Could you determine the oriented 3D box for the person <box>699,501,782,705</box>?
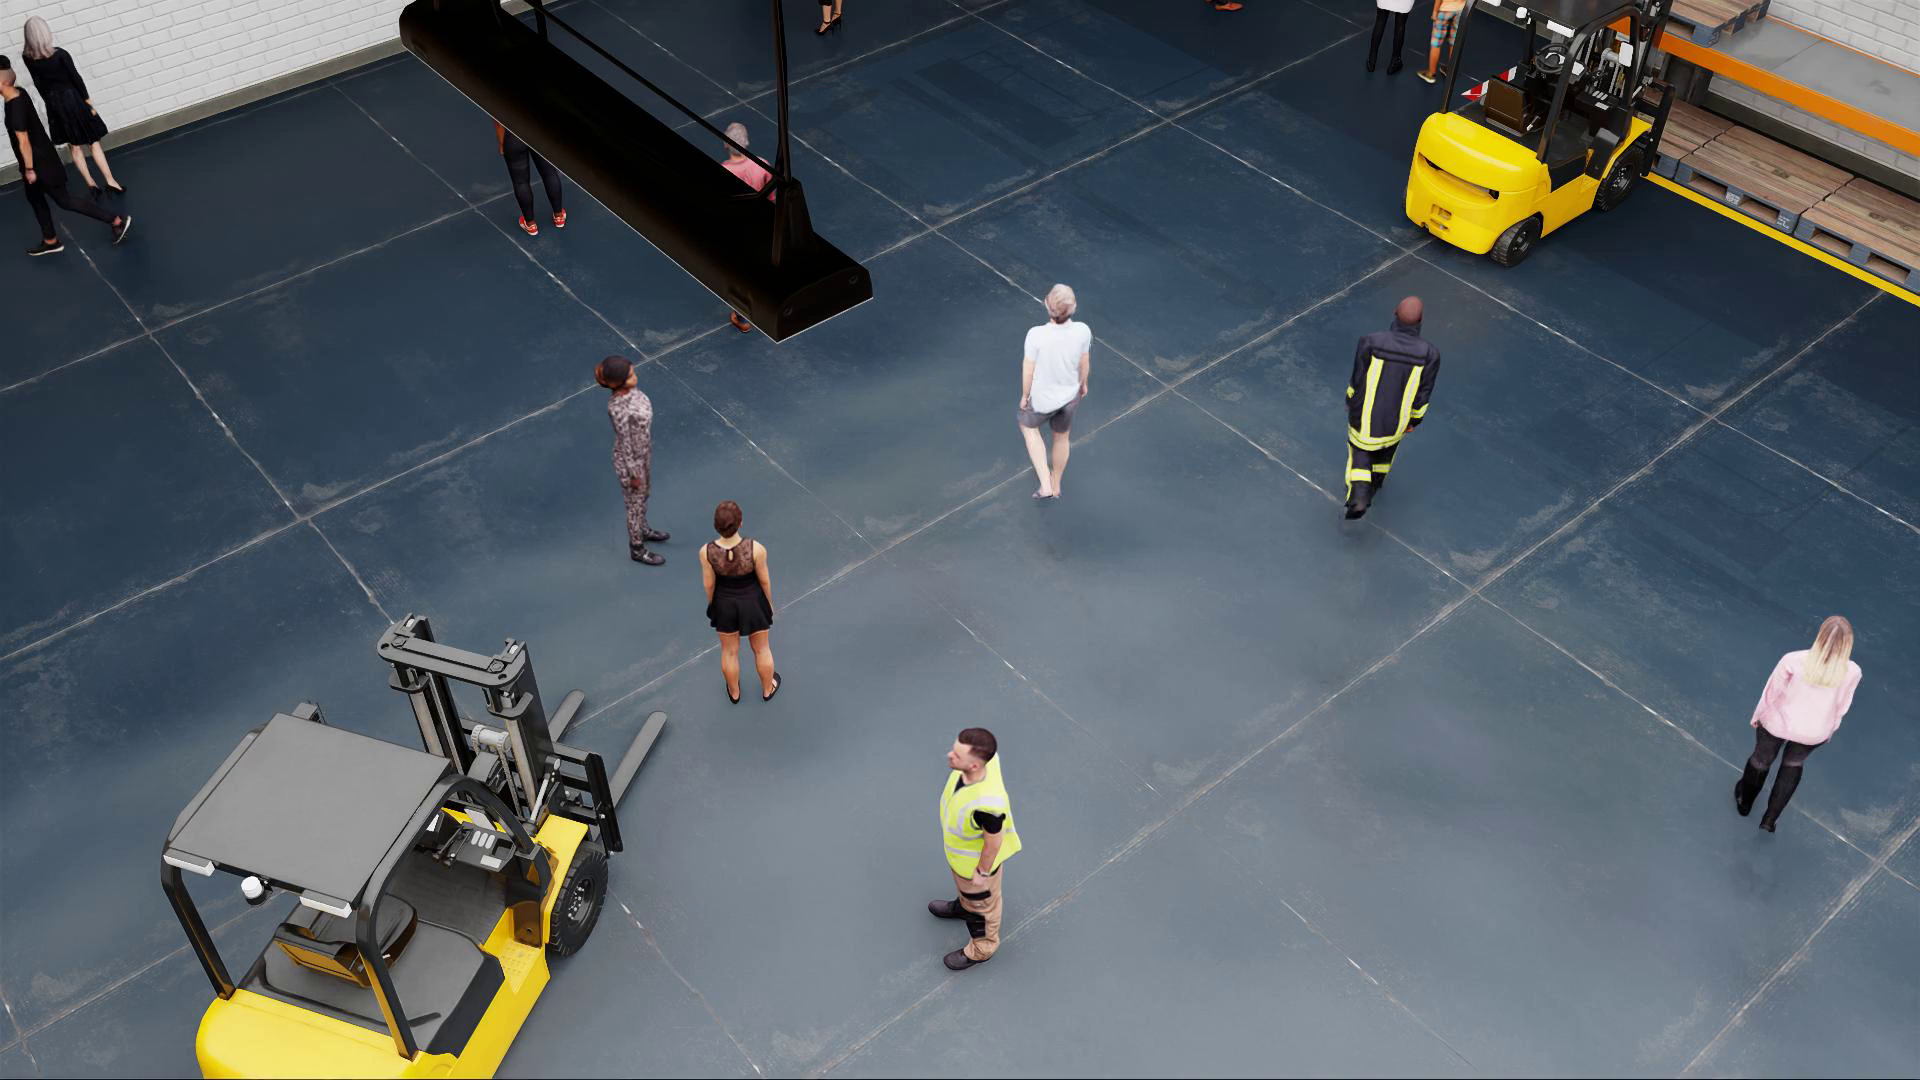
[{"bbox_3d":[-1.387,0.397,10.423,0.680,1.675,0.722,-2,44,-2],"label":"person"}]

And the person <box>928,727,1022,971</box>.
[{"bbox_3d":[0.071,1.632,9.002,0.898,1.847,0.820,-7,44,-7],"label":"person"}]

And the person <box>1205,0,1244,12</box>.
[{"bbox_3d":[2.828,-6.518,17.597,0.769,1.791,0.626,-15,46,-15],"label":"person"}]

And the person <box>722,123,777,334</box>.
[{"bbox_3d":[-1.716,-2.501,13.352,0.739,1.831,0.656,-17,46,-17],"label":"person"}]

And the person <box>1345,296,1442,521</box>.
[{"bbox_3d":[2.979,-0.904,11.696,1.145,1.804,1.166,8,44,9],"label":"person"}]

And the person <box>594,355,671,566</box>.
[{"bbox_3d":[-2.238,-0.563,11.403,0.732,1.714,0.672,3,44,3],"label":"person"}]

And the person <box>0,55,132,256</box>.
[{"bbox_3d":[-7.736,-3.247,14.132,0.911,1.835,1.141,-20,47,-19],"label":"person"}]

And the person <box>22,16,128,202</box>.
[{"bbox_3d":[-7.928,-3.838,14.817,0.700,1.747,0.747,-1,44,-1],"label":"person"}]

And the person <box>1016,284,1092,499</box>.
[{"bbox_3d":[0.673,-0.961,11.745,0.817,1.819,0.863,-9,44,-9],"label":"person"}]

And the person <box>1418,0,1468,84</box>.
[{"bbox_3d":[4.885,-5.267,16.528,0.585,1.455,0.593,-11,45,-11],"label":"person"}]

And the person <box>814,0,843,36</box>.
[{"bbox_3d":[-1.405,-6.103,17.114,0.625,1.858,0.676,24,49,23],"label":"person"}]

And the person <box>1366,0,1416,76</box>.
[{"bbox_3d":[4.340,-5.507,16.523,0.630,1.809,0.748,16,46,16],"label":"person"}]

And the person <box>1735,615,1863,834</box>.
[{"bbox_3d":[4.849,1.122,9.659,0.838,1.680,0.867,14,45,15],"label":"person"}]
